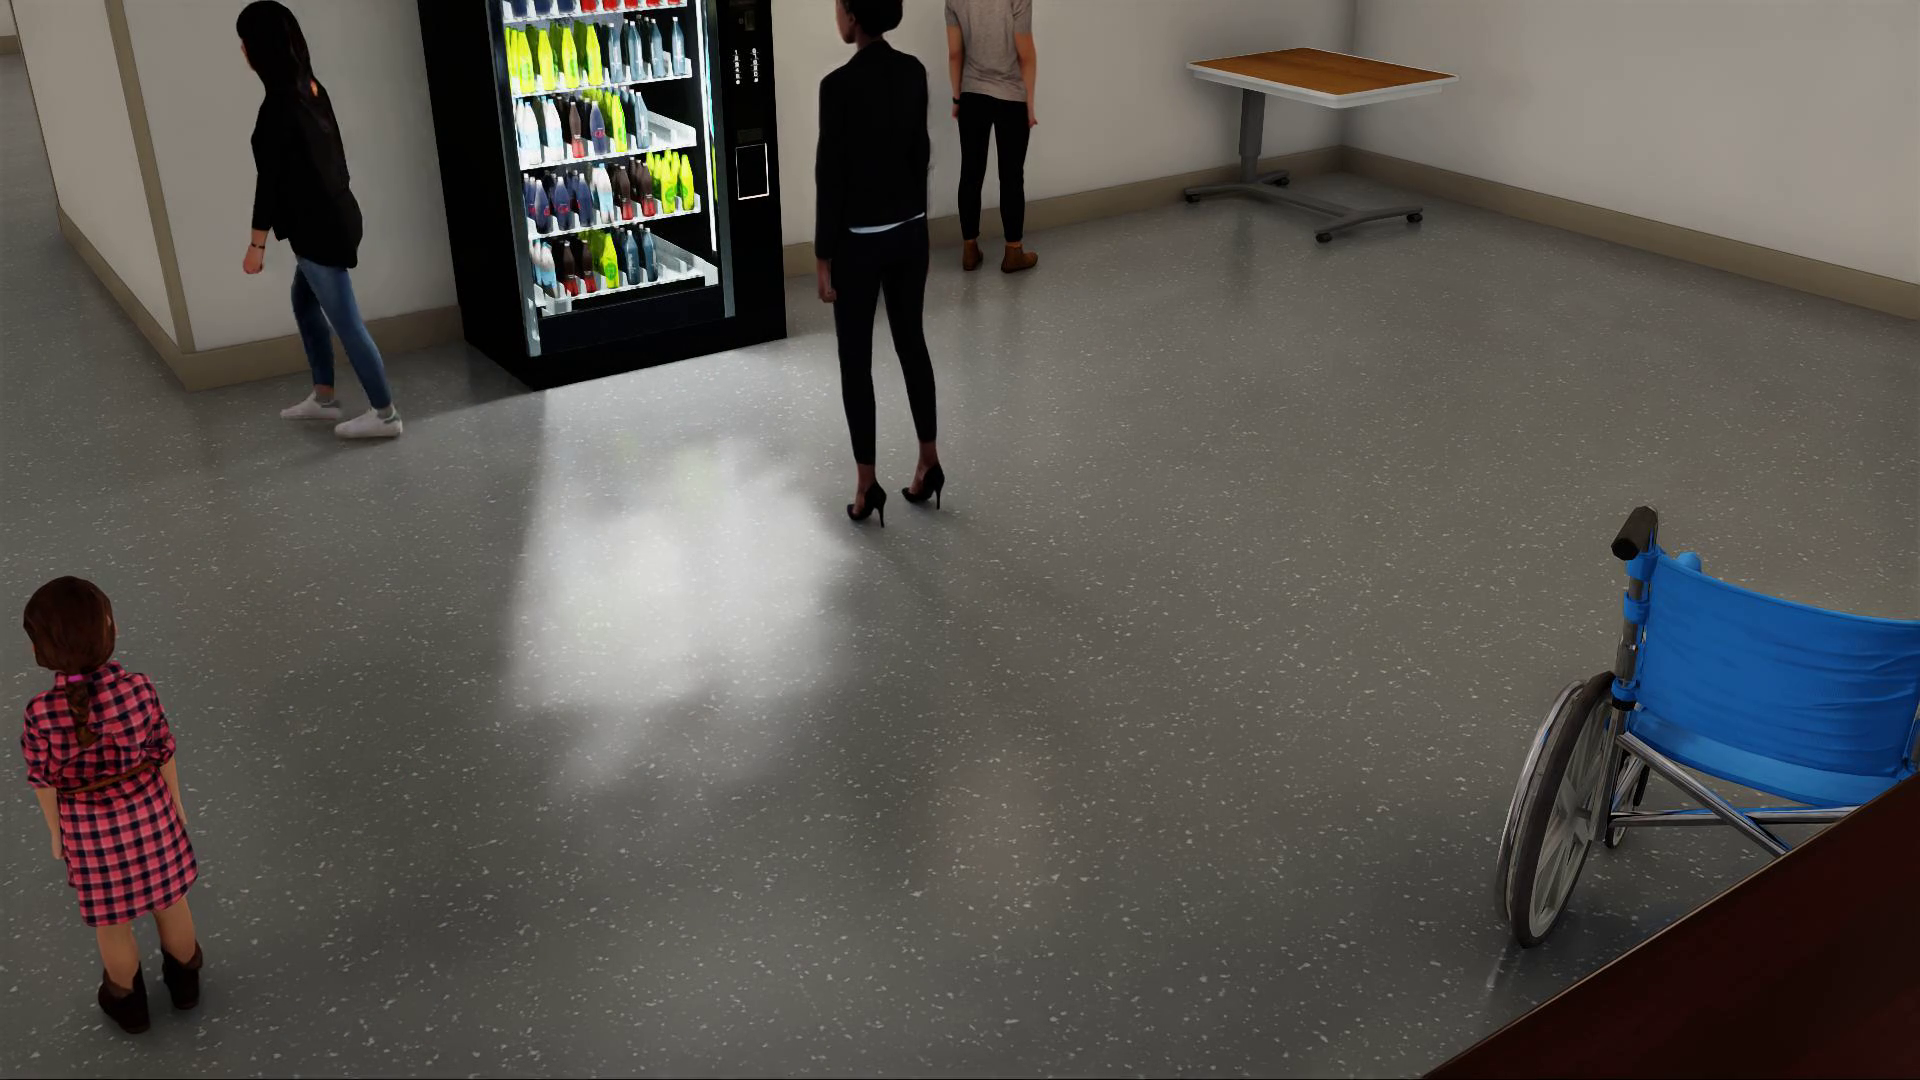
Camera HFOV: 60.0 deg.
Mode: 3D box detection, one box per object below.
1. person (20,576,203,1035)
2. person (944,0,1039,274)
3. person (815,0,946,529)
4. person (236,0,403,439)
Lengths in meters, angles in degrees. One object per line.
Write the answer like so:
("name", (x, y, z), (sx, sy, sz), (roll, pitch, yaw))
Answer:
("person", (-1.721, 0.546, 3.372), (0.398, 1.021, 0.495), (-20, 32, -36))
("person", (0.160, -2.195, 8.262), (0.686, 1.712, 0.704), (10, 27, 19))
("person", (-0.259, -0.926, 5.496), (0.465, 1.830, 0.675), (-18, 31, -33))
("person", (-2.302, -1.148, 6.188), (0.853, 1.628, 0.765), (-1, 26, -2))
